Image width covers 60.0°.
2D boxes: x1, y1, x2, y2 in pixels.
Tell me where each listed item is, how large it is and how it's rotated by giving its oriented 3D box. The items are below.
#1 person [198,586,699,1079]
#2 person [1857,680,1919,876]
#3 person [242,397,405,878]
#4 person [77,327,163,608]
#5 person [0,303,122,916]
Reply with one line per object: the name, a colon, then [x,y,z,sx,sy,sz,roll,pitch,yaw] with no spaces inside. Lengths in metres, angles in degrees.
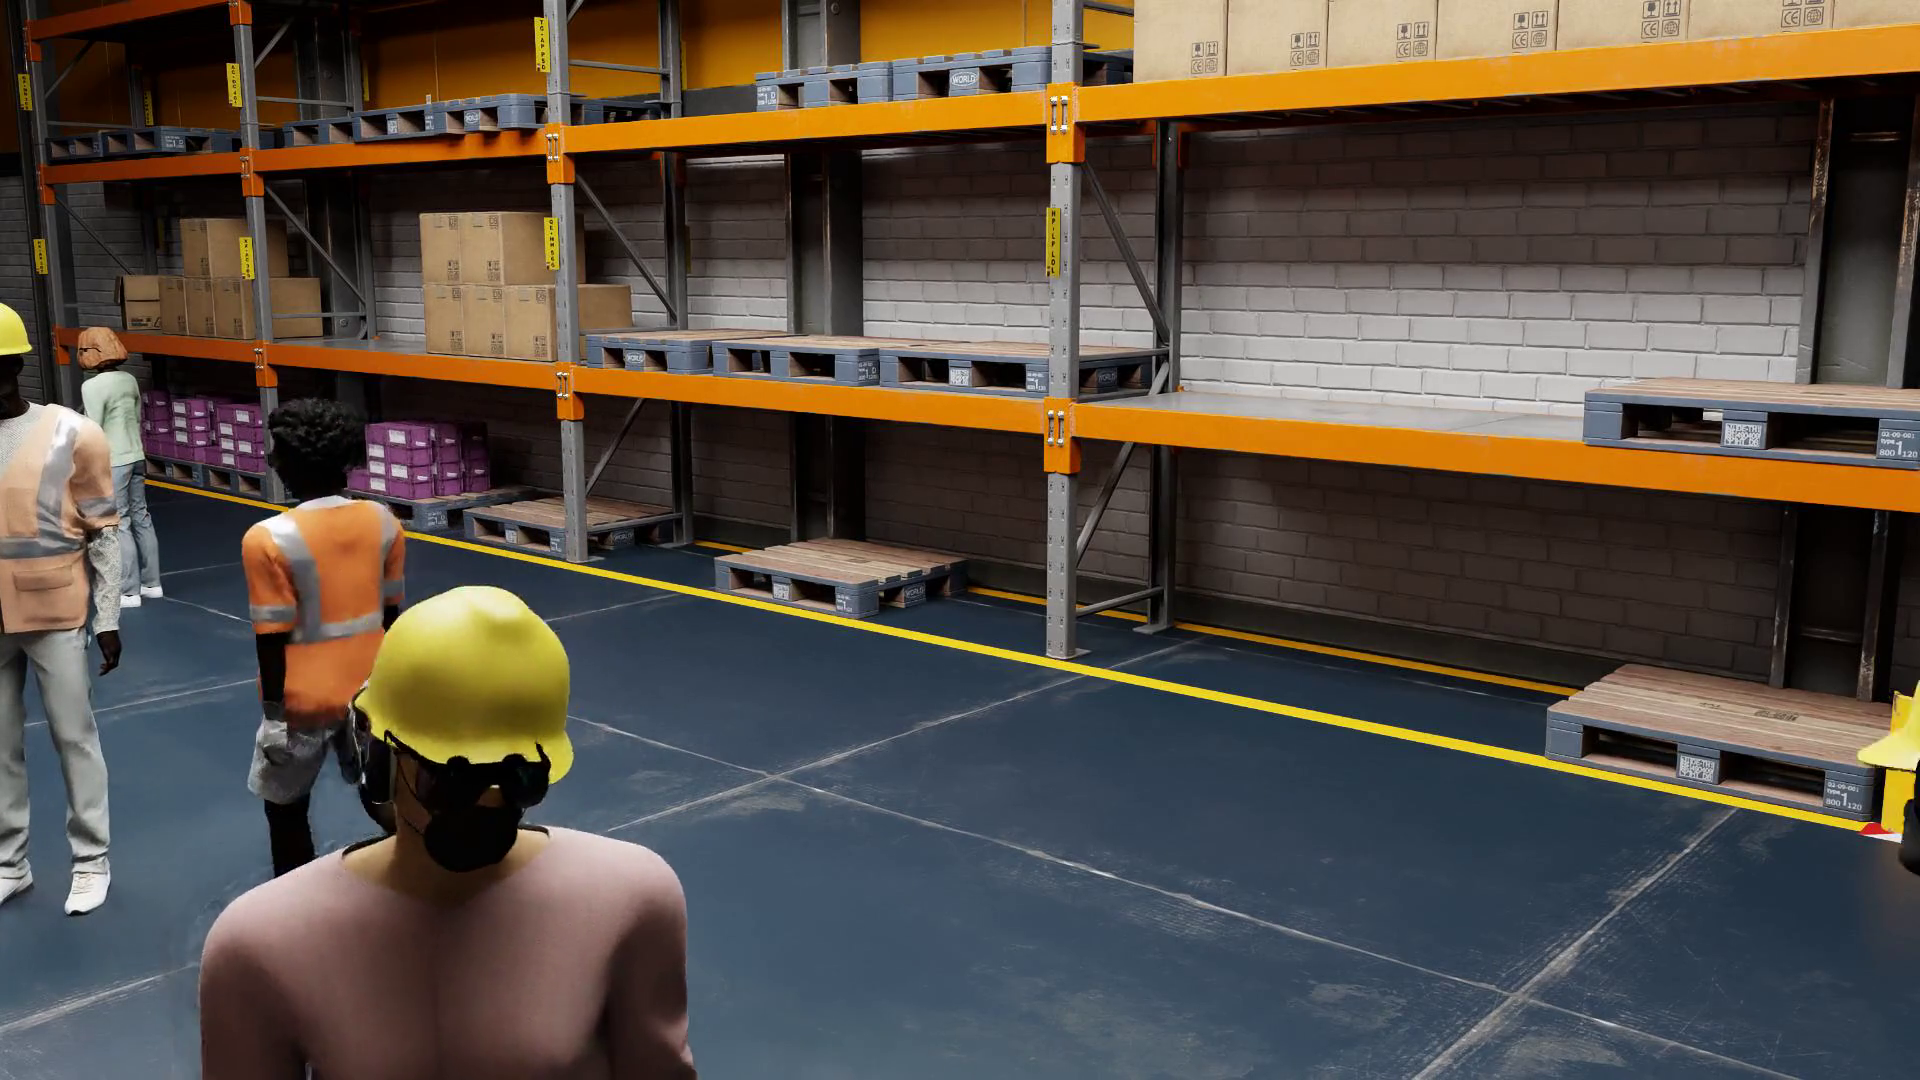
person: [-0.567,0.888,1.922,0.597,1.725,0.595,-3,10,-14]
person: [0.985,0.930,1.613,0.515,1.748,0.546,8,13,39]
person: [-1.719,0.433,4.670,0.784,1.673,0.535,5,11,28]
person: [-4.906,-0.420,9.668,0.287,1.624,0.496,0,10,2]
person: [-2.902,0.224,5.127,0.593,1.924,0.384,-1,10,-5]
